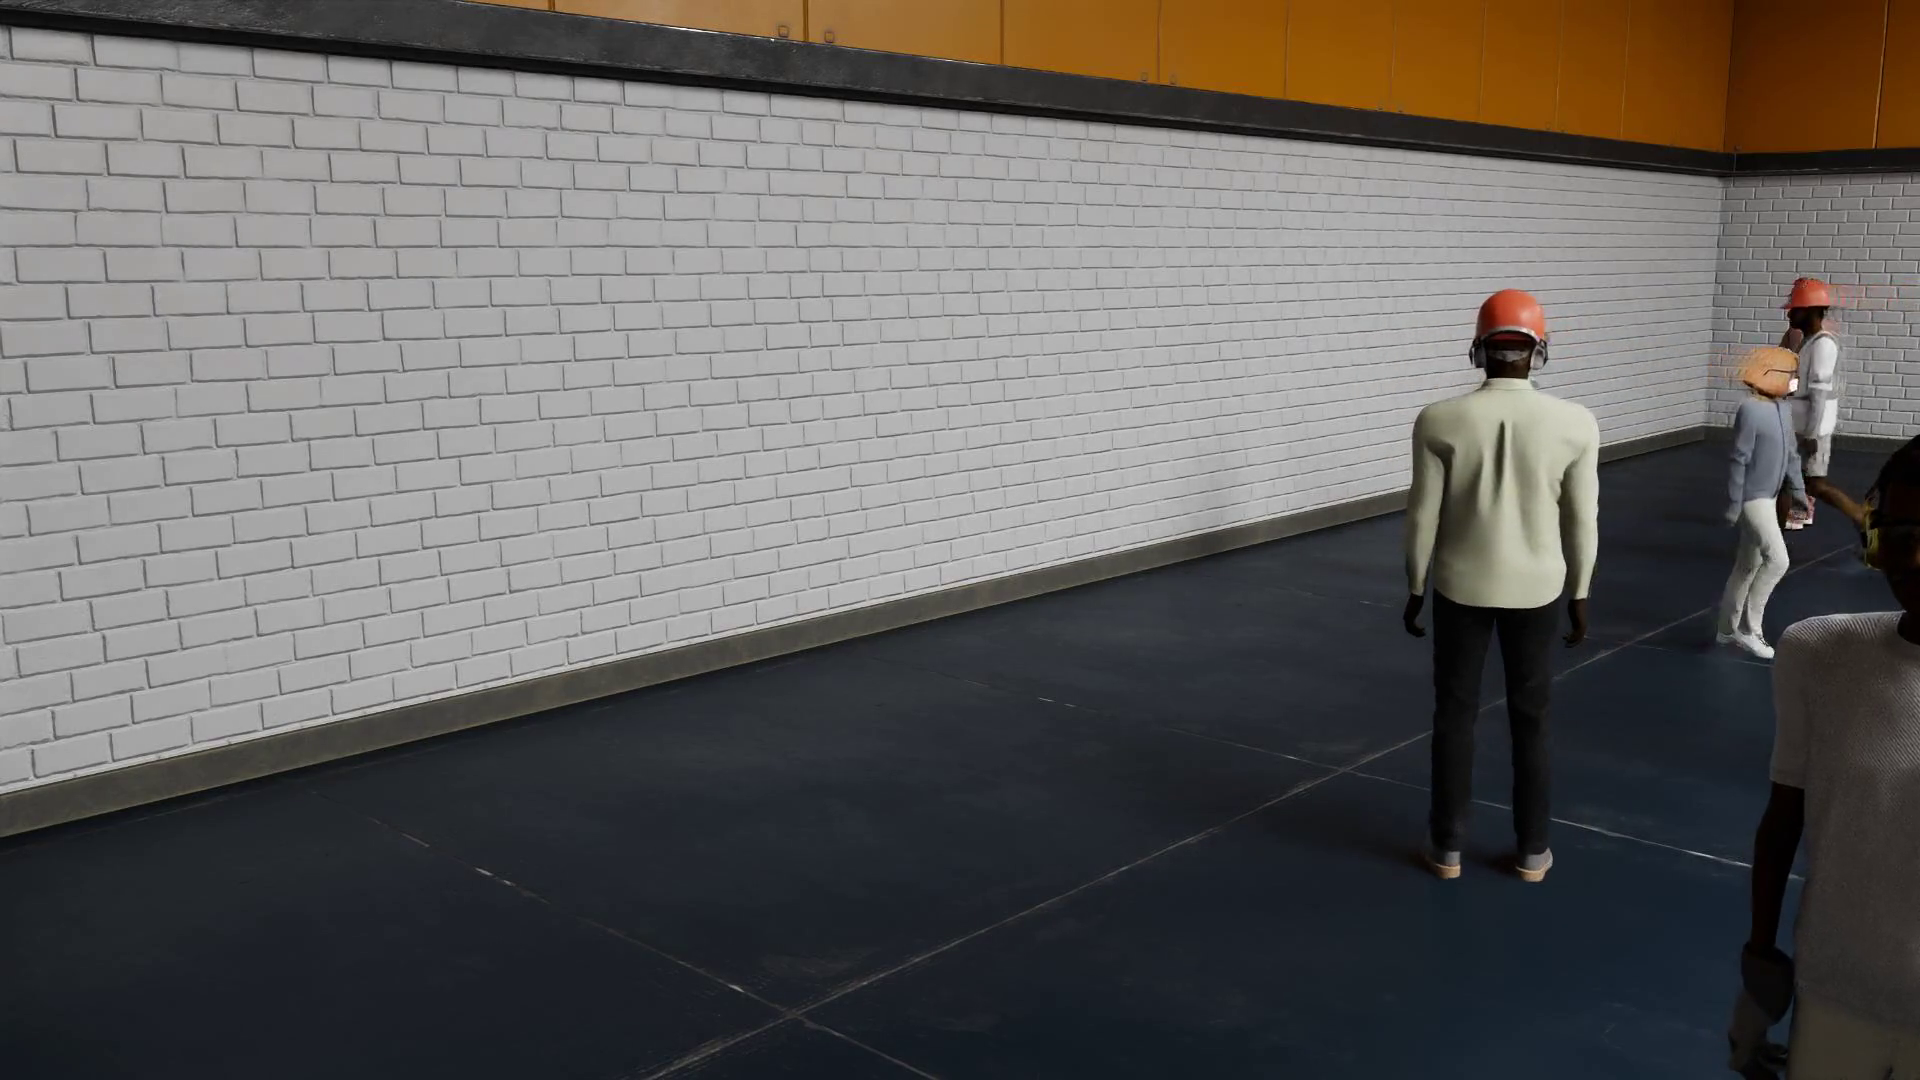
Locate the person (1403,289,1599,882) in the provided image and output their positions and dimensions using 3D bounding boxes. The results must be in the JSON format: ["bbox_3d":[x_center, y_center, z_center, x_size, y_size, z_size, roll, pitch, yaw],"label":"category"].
[{"bbox_3d":[1.812,0.159,5.613,0.622,1.990,0.401,2,10,12],"label":"person"}]

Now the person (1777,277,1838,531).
[{"bbox_3d":[6.335,-1.022,12.580,0.409,1.906,0.651,9,13,42],"label":"person"}]

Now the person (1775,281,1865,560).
[{"bbox_3d":[5.783,-0.775,11.161,0.827,1.912,0.556,2,10,10],"label":"person"}]

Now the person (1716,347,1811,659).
[{"bbox_3d":[4.222,-0.191,8.667,0.499,1.614,0.503,9,13,42],"label":"person"}]

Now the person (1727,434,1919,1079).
[{"bbox_3d":[1.472,0.750,2.594,0.514,1.872,0.332,9,13,42],"label":"person"}]

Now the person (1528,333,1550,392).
[{"bbox_3d":[3.497,-0.547,10.666,0.439,1.622,0.537,0,10,0],"label":"person"}]
